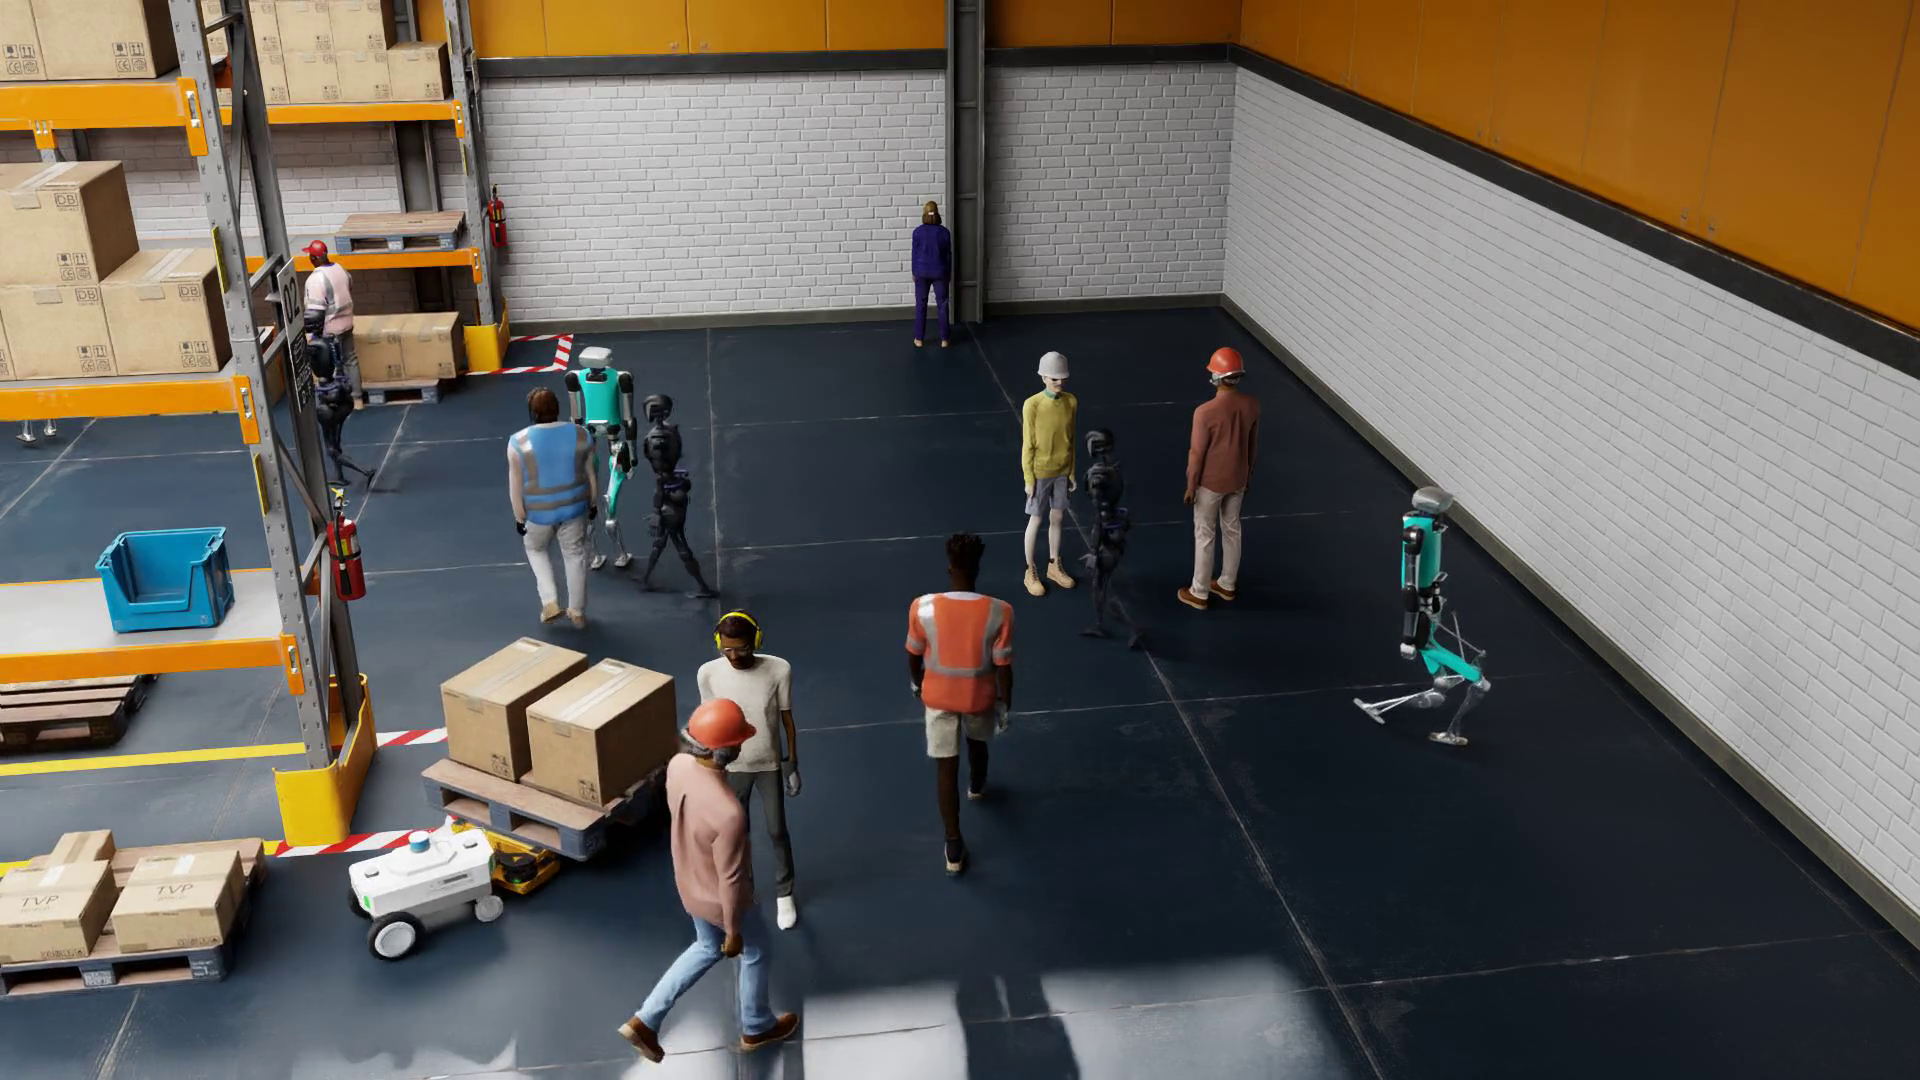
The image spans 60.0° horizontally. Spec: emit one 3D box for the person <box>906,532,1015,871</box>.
[{"bbox_3d":[0.003,0.831,9.462,0.606,1.902,1.047,0,24,0],"label":"person"}]

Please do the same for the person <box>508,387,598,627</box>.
[{"bbox_3d":[-2.908,-0.223,11.967,0.641,1.823,0.467,-11,26,-24],"label":"person"}]

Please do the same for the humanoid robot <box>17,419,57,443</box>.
[{"bbox_3d":[-8.651,-1.704,15.285,0.533,1.677,0.735,-20,31,-38],"label":"humanoid robot"}]

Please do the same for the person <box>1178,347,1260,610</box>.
[{"bbox_3d":[1.919,-0.453,12.301,0.620,1.990,0.395,-15,28,-30],"label":"person"}]

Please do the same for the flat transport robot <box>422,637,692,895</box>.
[{"bbox_3d":[-2.333,1.573,9.812,0.659,0.231,1.431,13,27,26],"label":"flat transport robot"}]

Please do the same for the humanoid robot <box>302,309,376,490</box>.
[{"bbox_3d":[-5.382,-1.221,14.446,0.607,1.622,0.588,5,24,11],"label":"humanoid robot"}]

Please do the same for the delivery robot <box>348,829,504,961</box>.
[{"bbox_3d":[-2.870,1.845,8.861,0.811,0.614,0.499,-14,27,-28],"label":"delivery robot"}]

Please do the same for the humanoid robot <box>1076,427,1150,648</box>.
[{"bbox_3d":[1.104,-0.017,11.698,0.565,1.628,0.611,7,25,16],"label":"humanoid robot"}]

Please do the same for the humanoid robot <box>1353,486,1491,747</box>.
[{"bbox_3d":[2.998,0.533,10.353,1.007,1.736,0.563,13,27,27],"label":"humanoid robot"}]

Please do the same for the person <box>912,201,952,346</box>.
[{"bbox_3d":[-0.312,-2.954,18.451,0.448,1.617,0.371,1,24,2],"label":"person"}]

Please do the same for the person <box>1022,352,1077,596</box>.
[{"bbox_3d":[0.669,-0.515,12.557,0.472,1.892,0.385,-13,27,-28],"label":"person"}]

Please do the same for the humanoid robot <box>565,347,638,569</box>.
[{"bbox_3d":[-2.783,-0.583,12.809,0.530,1.728,0.692,2,24,5],"label":"humanoid robot"}]

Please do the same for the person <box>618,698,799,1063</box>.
[{"bbox_3d":[-1.158,1.609,7.634,0.780,1.953,0.618,-18,29,-35],"label":"person"}]

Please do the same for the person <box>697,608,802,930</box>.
[{"bbox_3d":[-1.093,1.200,8.697,0.520,1.856,0.349,-1,24,-2],"label":"person"}]

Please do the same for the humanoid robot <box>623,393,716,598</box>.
[{"bbox_3d":[-2.216,-0.301,12.371,0.734,1.635,0.600,0,24,1],"label":"humanoid robot"}]

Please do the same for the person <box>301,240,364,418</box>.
[{"bbox_3d":[-6.143,-2.060,16.243,0.418,1.754,0.606,6,24,14],"label":"person"}]
